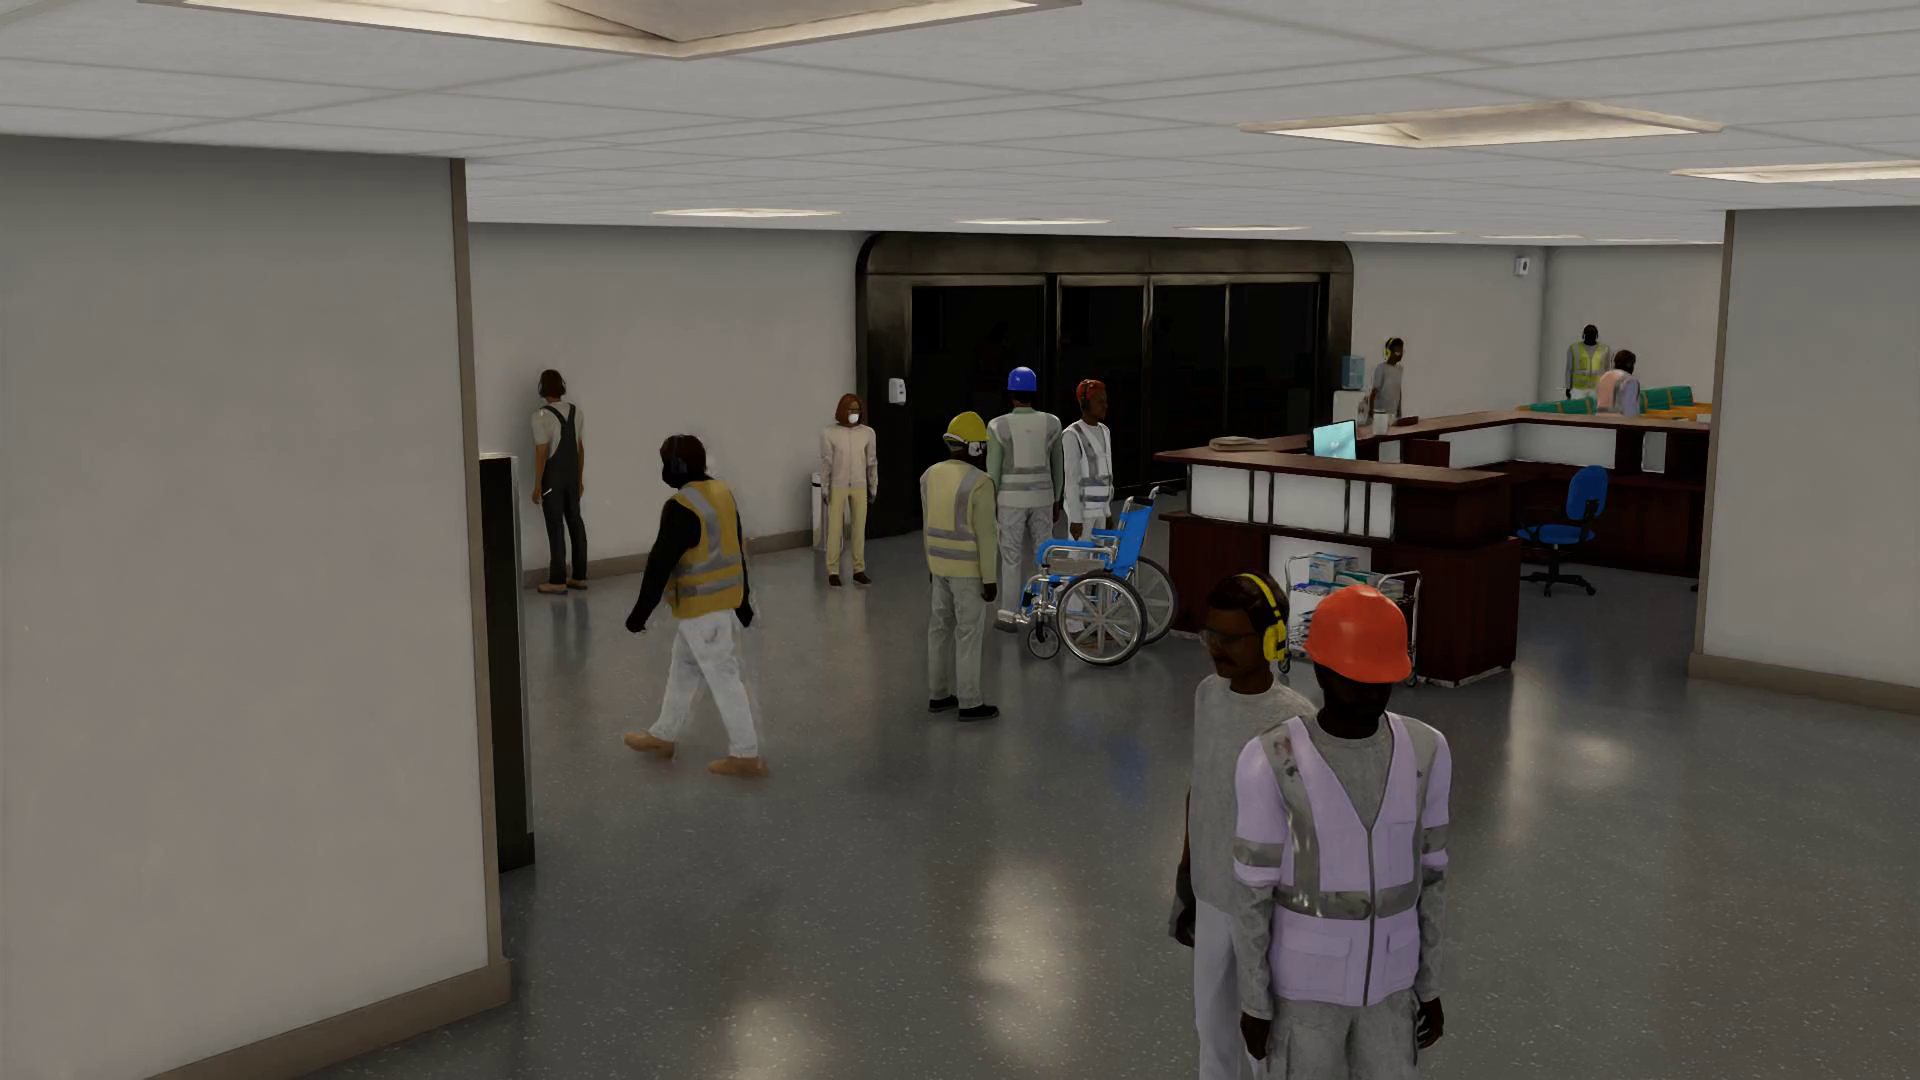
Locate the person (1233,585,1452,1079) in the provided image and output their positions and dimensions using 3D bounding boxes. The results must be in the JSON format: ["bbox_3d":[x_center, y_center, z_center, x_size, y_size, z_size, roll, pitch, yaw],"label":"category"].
[{"bbox_3d":[0.927,1.052,4.021,0.539,1.929,0.384,-2,9,-12],"label":"person"}]

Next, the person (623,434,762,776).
[{"bbox_3d":[-1.452,0.345,8.763,0.940,1.789,0.624,2,9,11],"label":"person"}]

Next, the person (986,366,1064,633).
[{"bbox_3d":[0.466,-0.291,12.168,0.602,1.949,0.391,-3,10,-16],"label":"person"}]

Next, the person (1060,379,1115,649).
[{"bbox_3d":[0.917,-0.189,11.751,0.355,1.882,0.576,5,11,29],"label":"person"}]

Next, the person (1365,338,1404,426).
[{"bbox_3d":[5.071,-1.487,19.808,0.546,1.850,0.440,-8,12,-41],"label":"person"}]

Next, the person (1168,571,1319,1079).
[{"bbox_3d":[0.748,1.001,4.507,0.328,1.868,0.509,-6,11,-33],"label":"person"}]

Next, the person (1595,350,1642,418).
[{"bbox_3d":[7.142,-1.143,17.908,0.844,1.788,0.661,-3,10,-17],"label":"person"}]

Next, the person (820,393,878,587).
[{"bbox_3d":[-0.931,-0.421,13.974,0.504,1.627,0.285,-4,10,-23],"label":"person"}]

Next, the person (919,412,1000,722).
[{"bbox_3d":[0.015,0.156,9.831,0.403,1.824,0.597,-8,12,-41],"label":"person"}]

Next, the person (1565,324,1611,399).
[{"bbox_3d":[9.246,-2.250,24.518,0.633,1.843,0.429,2,9,10],"label":"person"}]

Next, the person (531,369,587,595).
[{"bbox_3d":[-3.287,-0.473,13.611,0.344,1.842,0.506,7,11,36],"label":"person"}]
